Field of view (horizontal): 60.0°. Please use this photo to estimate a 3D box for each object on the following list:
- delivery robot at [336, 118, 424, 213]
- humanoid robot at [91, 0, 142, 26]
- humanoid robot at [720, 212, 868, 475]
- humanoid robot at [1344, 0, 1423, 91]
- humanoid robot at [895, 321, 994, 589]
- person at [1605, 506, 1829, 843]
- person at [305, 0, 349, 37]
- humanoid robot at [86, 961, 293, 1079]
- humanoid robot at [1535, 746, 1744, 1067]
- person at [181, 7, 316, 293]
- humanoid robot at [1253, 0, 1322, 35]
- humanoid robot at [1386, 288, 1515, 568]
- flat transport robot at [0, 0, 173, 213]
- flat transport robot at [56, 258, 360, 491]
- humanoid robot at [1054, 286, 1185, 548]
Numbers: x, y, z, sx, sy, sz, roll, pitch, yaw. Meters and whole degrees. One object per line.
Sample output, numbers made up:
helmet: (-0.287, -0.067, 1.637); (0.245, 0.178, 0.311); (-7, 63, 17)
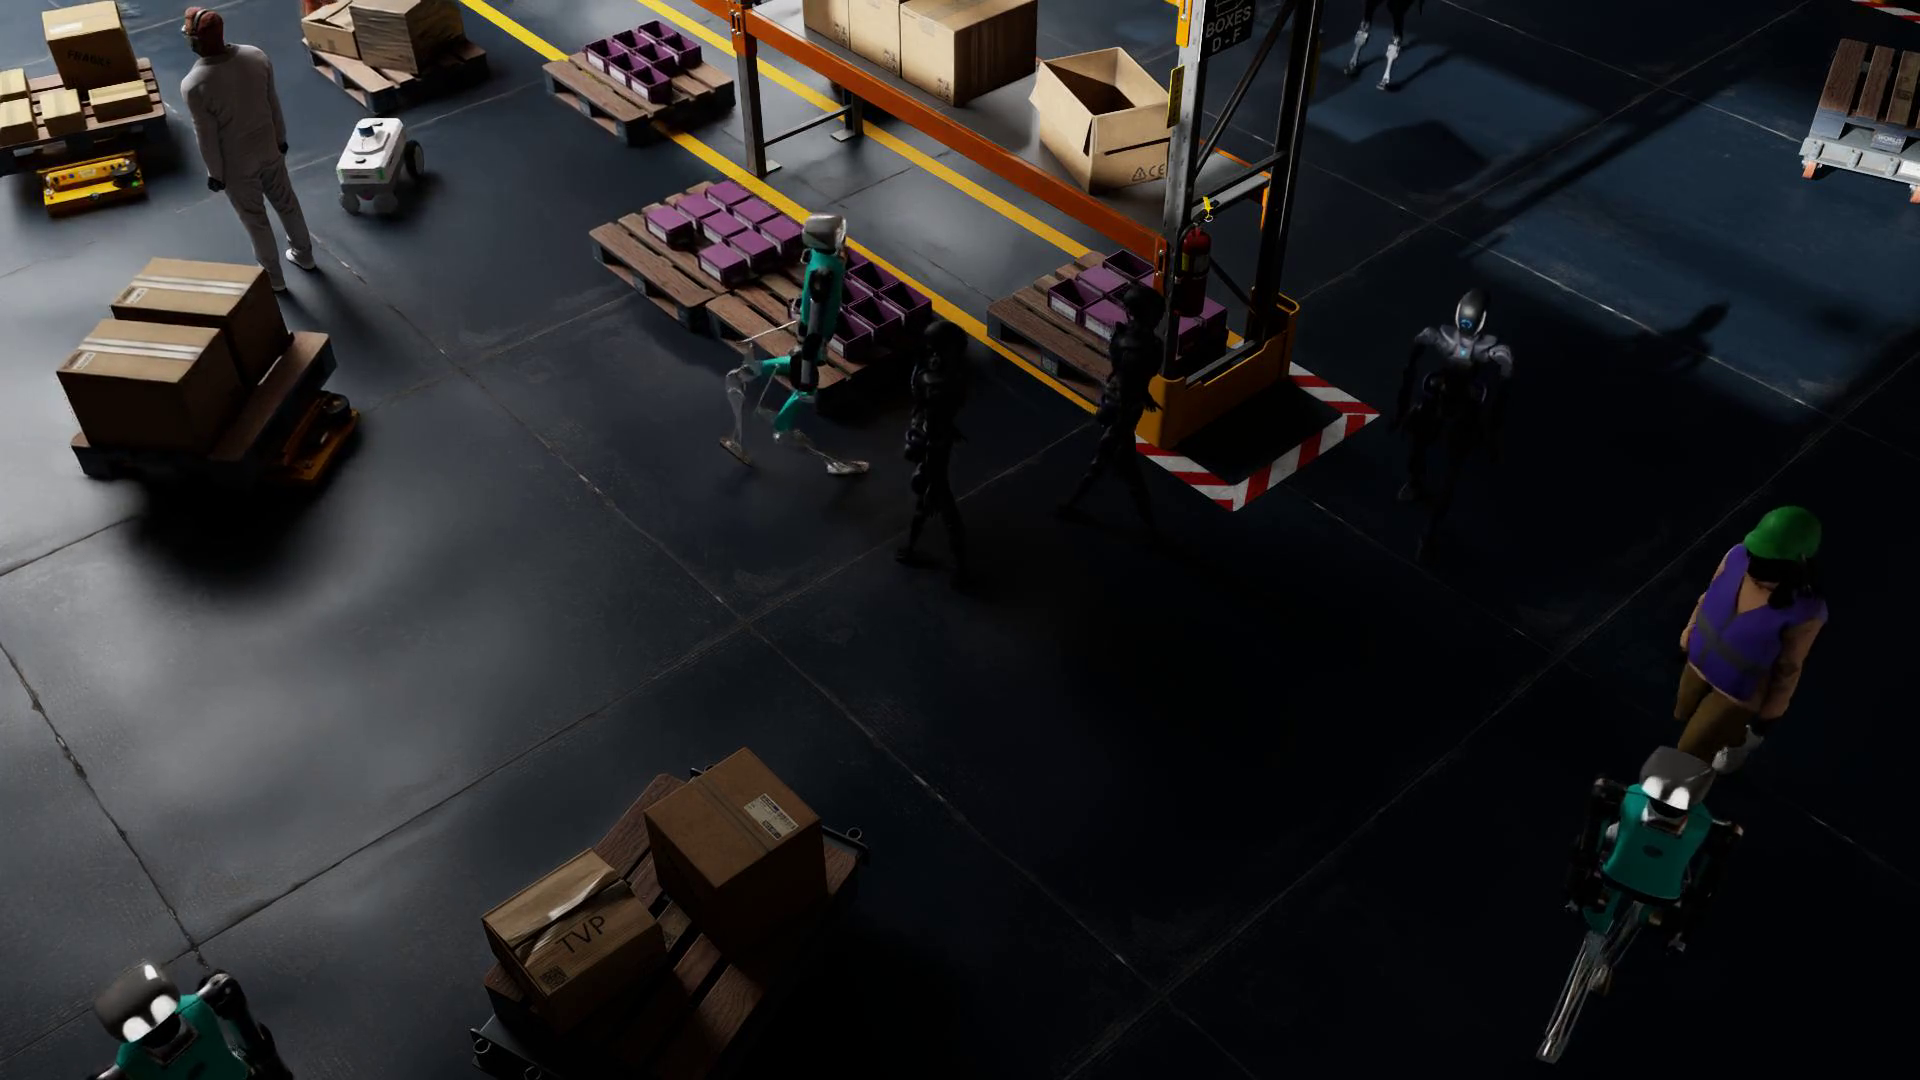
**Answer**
delivery robot: (-4.161, -2.699, 11.833); (0.507, 0.613, 0.785); (-1, 43, -1)
humanoid robot: (-7.160, -5.009, 13.447); (0.681, 1.782, 0.533); (-1, 43, -1)
humanoid robot: (-1.040, -1.016, 9.161); (1.034, 1.752, 0.532); (4, 43, 4)
humanoid robot: (3.275, -4.265, 12.702); (0.589, 1.634, 0.428); (29, 50, 28)
humanoid robot: (-0.084, -0.460, 8.562); (0.562, 1.641, 0.614); (5, 43, 6)
person: (3.412, 0.557, 7.284); (0.842, 1.904, 0.549); (-14, 44, -15)
person: (-5.030, -4.633, 13.064); (0.931, 1.707, 0.626); (21, 47, 22)
humanoid robot: (-2.709, 1.974, 5.860); (0.688, 1.779, 0.555); (25, 48, 25)
humanoid robot: (2.650, 1.342, 6.533); (0.558, 1.732, 0.964); (21, 46, 21)
person: (-4.552, -2.473, 10.572); (0.412, 1.913, 0.647); (20, 46, 21)
humanoid robot: (2.607, -4.913, 13.407); (0.828, 1.850, 0.535); (12, 44, 13)
humanoid robot: (2.609, -0.687, 8.829); (0.609, 1.638, 0.721); (16, 45, 16)
flat transport robot: (-6.430, -2.882, 12.229); (0.659, 0.231, 1.431); (-18, 46, -19)
flat transport robot: (-4.358, -0.642, 9.793); (1.431, 0.231, 0.659); (6, 43, 6)
humanoid robot: (0.886, -0.666, 8.816); (0.763, 1.625, 0.601); (11, 44, 12)
